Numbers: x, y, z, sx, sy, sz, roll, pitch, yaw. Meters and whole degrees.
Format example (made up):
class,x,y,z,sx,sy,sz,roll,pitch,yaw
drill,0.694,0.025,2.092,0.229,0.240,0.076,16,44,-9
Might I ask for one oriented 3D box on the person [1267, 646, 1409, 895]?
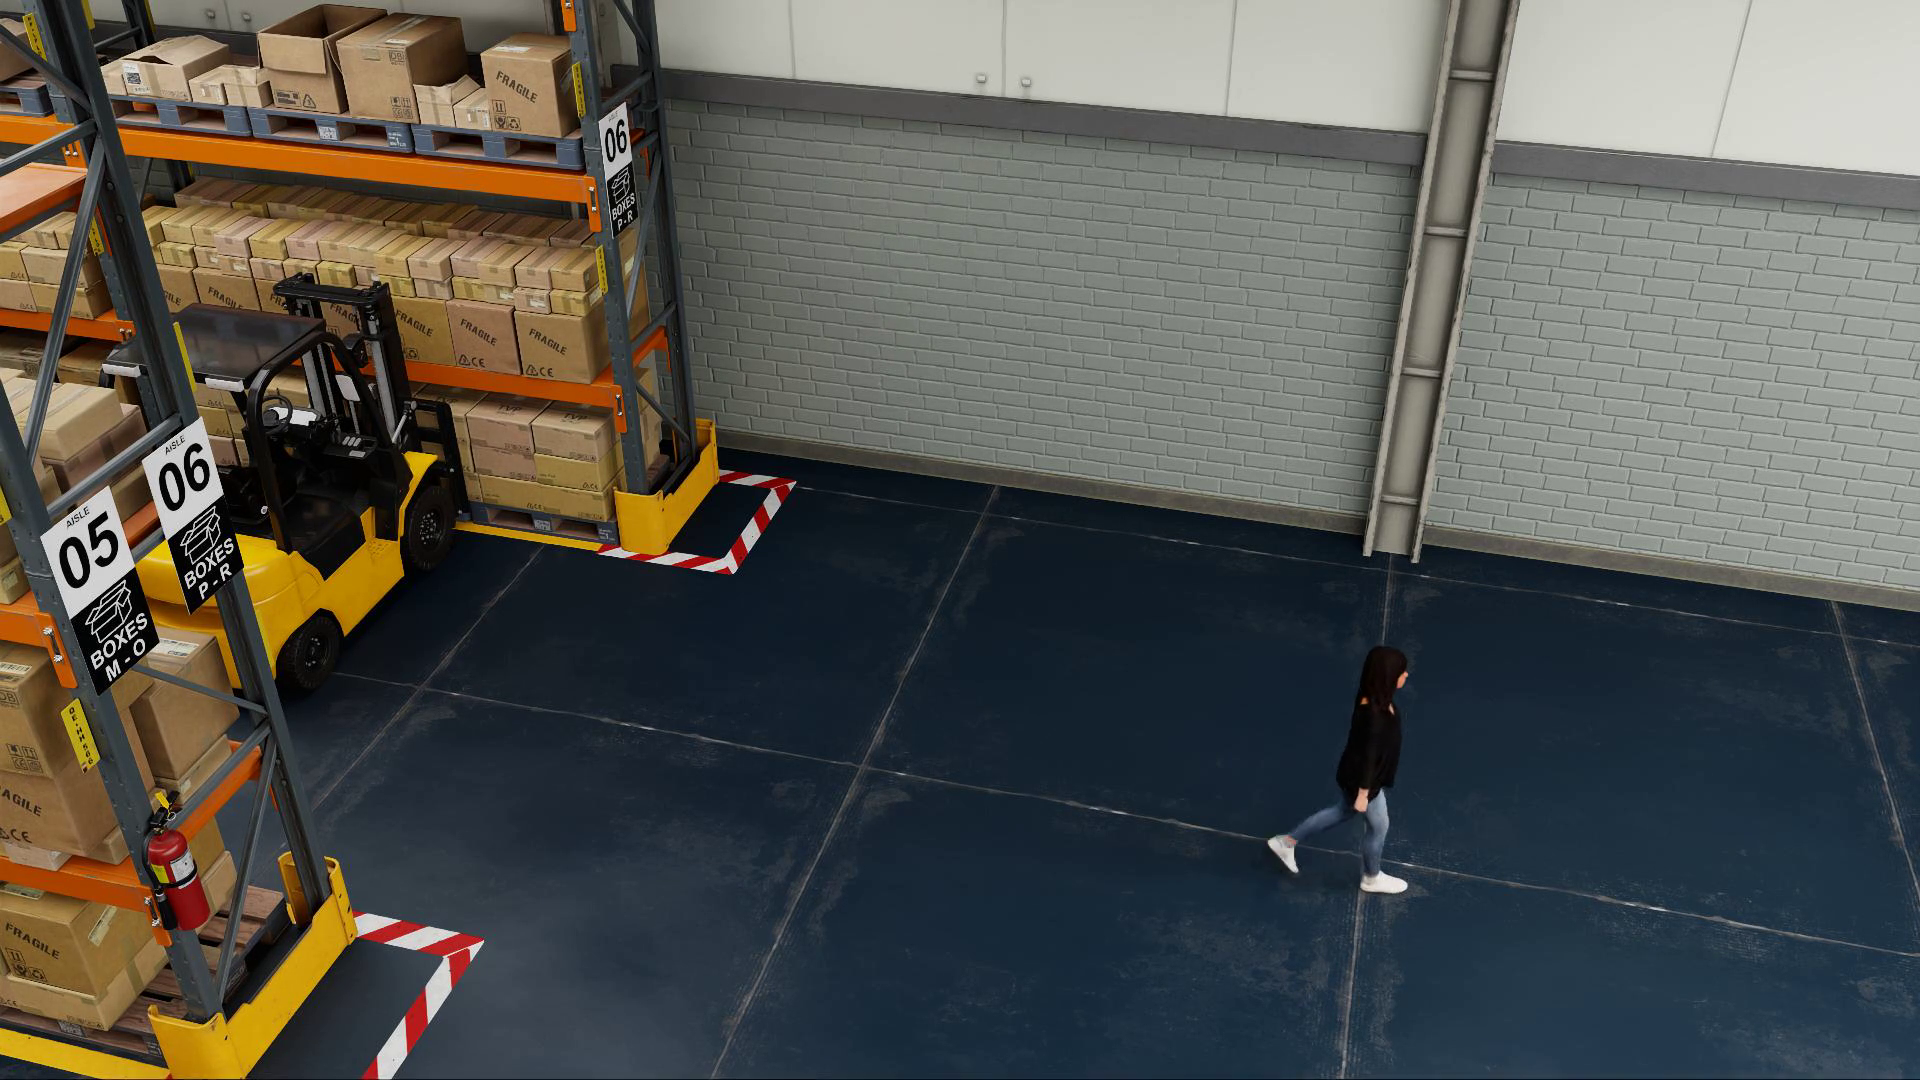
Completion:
class,x,y,z,sx,sy,sz,roll,pitch,yaw
person,2.075,1.234,8.851,1.039,1.624,0.678,3,33,5
